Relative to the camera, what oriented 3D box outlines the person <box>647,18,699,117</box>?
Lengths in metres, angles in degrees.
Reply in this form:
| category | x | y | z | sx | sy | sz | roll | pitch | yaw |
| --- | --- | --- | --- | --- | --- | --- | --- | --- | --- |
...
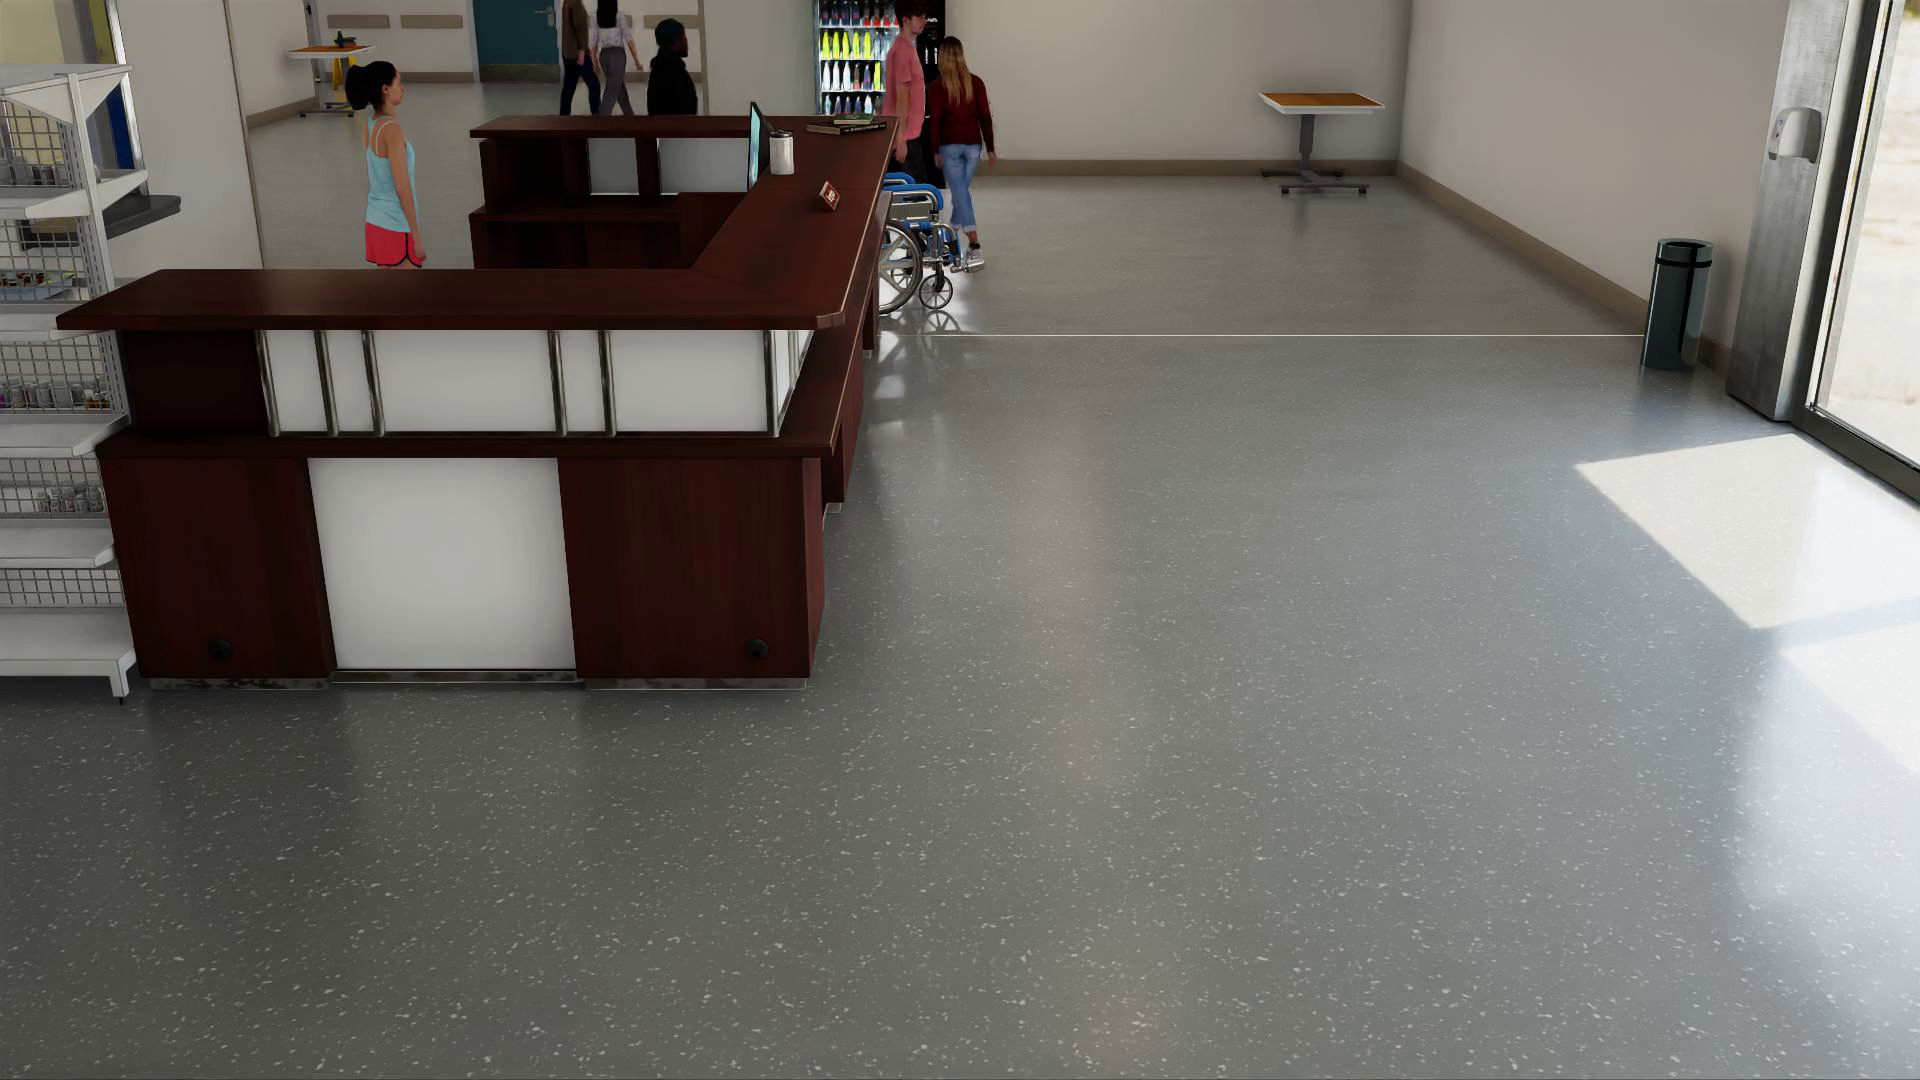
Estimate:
| category | x | y | z | sx | sy | sz | roll | pitch | yaw |
| --- | --- | --- | --- | --- | --- | --- | --- | --- | --- |
| person | -2.009 | -2.598 | 11.341 | 1.163 | 1.794 | 0.956 | -11 | 23 | -26 |

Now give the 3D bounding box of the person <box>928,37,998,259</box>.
| category | x | y | z | sx | sy | sz | roll | pitch | yaw |
| --- | --- | --- | --- | --- | --- | --- | --- | --- | --- |
| person | 0.024 | -2.845 | 12.300 | 1.170 | 1.576 | 1.045 | -9 | 22 | -21 |

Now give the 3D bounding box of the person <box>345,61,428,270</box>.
| category | x | y | z | sx | sy | sz | roll | pitch | yaw |
| --- | --- | --- | --- | --- | --- | --- | --- | --- | --- |
| person | -2.996 | -1.629 | 8.825 | 0.694 | 1.763 | 0.653 | -15 | 26 | -35 |

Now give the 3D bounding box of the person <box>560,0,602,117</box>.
| category | x | y | z | sx | sy | sz | roll | pitch | yaw |
| --- | --- | --- | --- | --- | --- | --- | --- | --- | --- |
| person | -4.521 | -5.634 | 19.269 | 1.001 | 1.856 | 0.891 | -14 | 25 | -32 |

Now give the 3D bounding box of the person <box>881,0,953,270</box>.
| category | x | y | z | sx | sy | sz | roll | pitch | yaw |
| --- | --- | --- | --- | --- | --- | --- | --- | --- | --- |
| person | -0.514 | -2.842 | 11.799 | 1.173 | 1.926 | 0.751 | -4 | 21 | -10 |

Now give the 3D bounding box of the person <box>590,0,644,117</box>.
| category | x | y | z | sx | sy | sz | roll | pitch | yaw |
| --- | --- | --- | --- | --- | --- | --- | --- | --- | --- |
| person | -3.947 | -5.302 | 18.648 | 1.170 | 1.675 | 1.001 | 9 | 23 | 23 |
